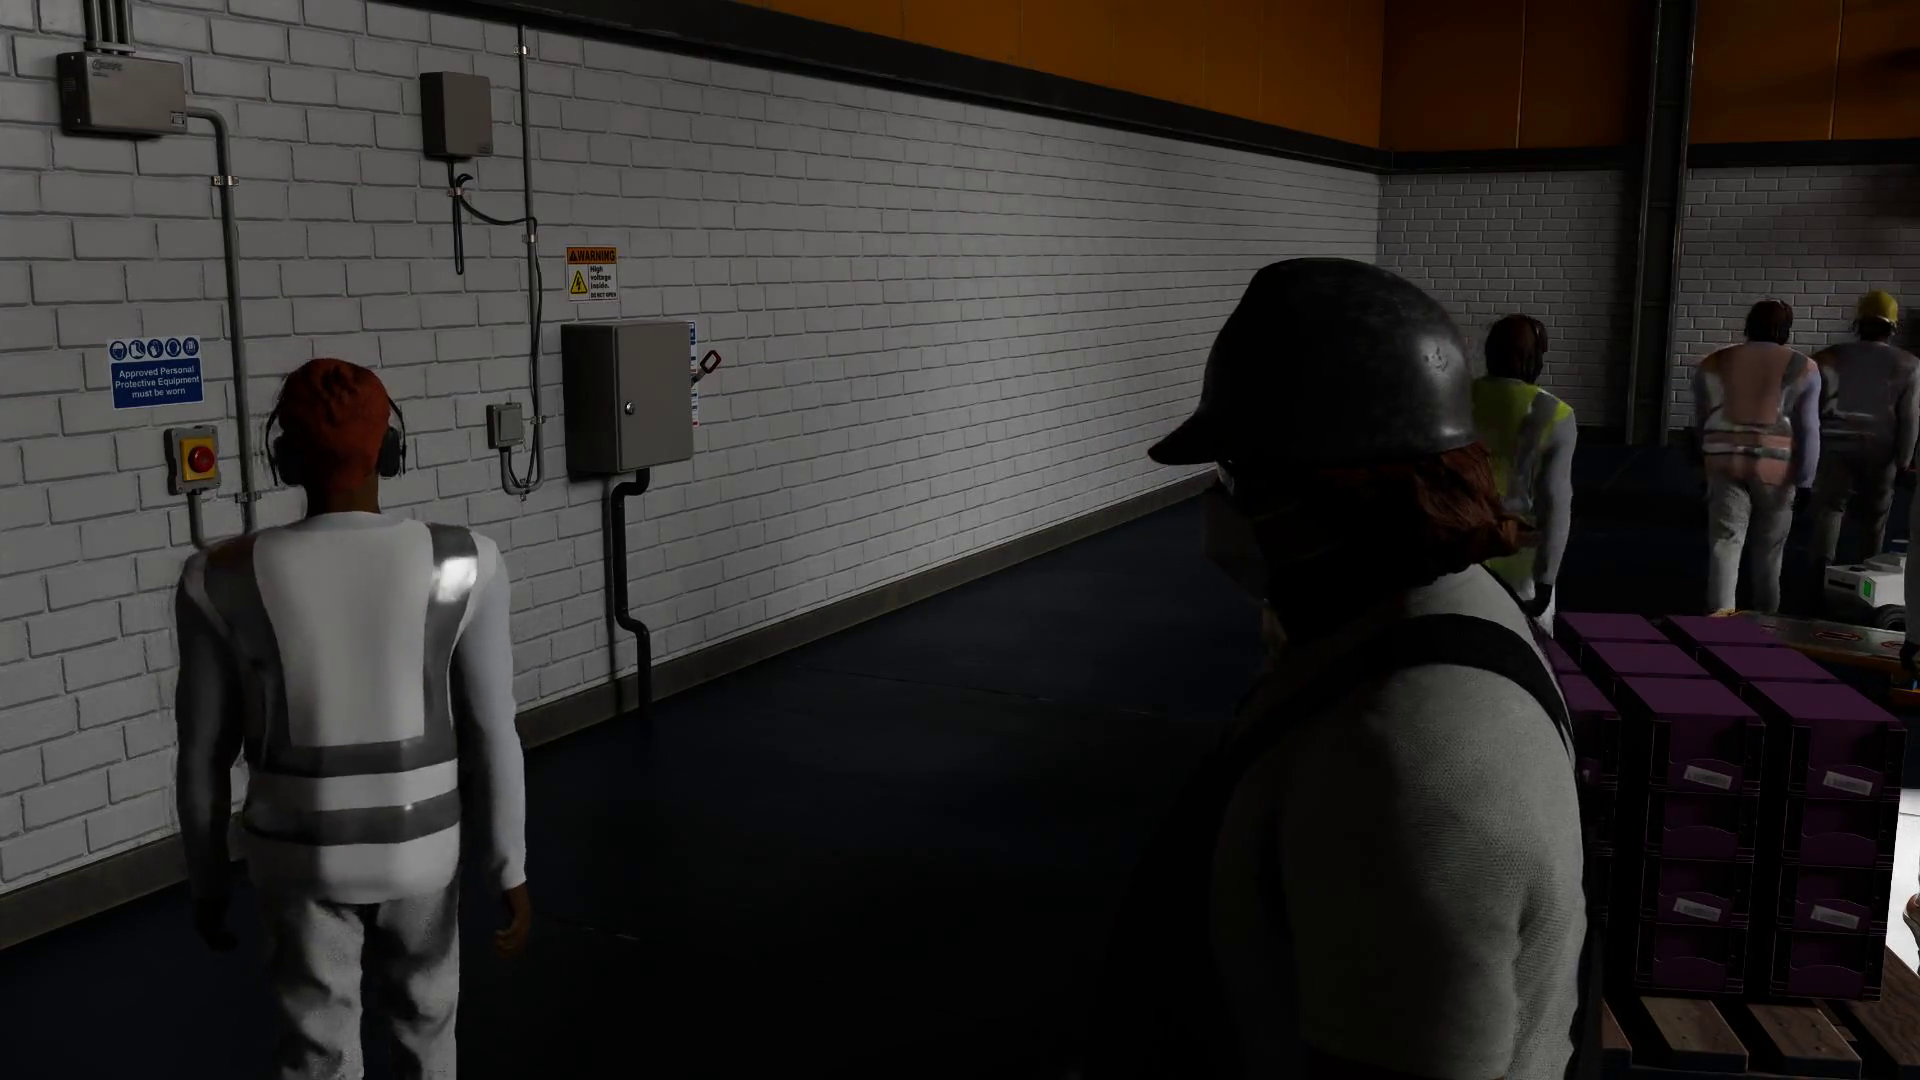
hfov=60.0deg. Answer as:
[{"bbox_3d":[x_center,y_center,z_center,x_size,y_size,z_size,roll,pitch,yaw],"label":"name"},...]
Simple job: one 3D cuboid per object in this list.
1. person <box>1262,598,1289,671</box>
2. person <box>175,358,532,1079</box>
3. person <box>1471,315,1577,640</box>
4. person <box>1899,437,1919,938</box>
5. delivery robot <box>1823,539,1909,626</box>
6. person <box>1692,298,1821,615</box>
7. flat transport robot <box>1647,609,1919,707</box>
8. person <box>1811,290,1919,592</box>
[{"bbox_3d":[1.007,0.314,4.773,0.713,1.808,0.669,-4,11,-21],"label":"person"},{"bbox_3d":[-1.132,0.580,3.123,0.598,1.840,0.895,-4,10,-20],"label":"person"},{"bbox_3d":[2.037,0.051,6.300,0.644,1.787,0.971,9,13,42],"label":"person"},{"bbox_3d":[3.032,0.266,4.791,0.575,1.885,0.355,5,11,26],"label":"person"},{"bbox_3d":[4.803,0.241,8.506,0.707,0.478,0.477,-3,10,-14],"label":"delivery robot"},{"bbox_3d":[4.112,-0.347,8.635,0.641,1.796,0.892,7,12,34],"label":"person"},{"bbox_3d":[4.057,0.537,7.884,1.431,0.197,0.652,9,13,43],"label":"flat transport robot"},{"bbox_3d":[5.207,-0.535,9.641,0.598,1.811,0.779,7,12,35],"label":"person"}]
